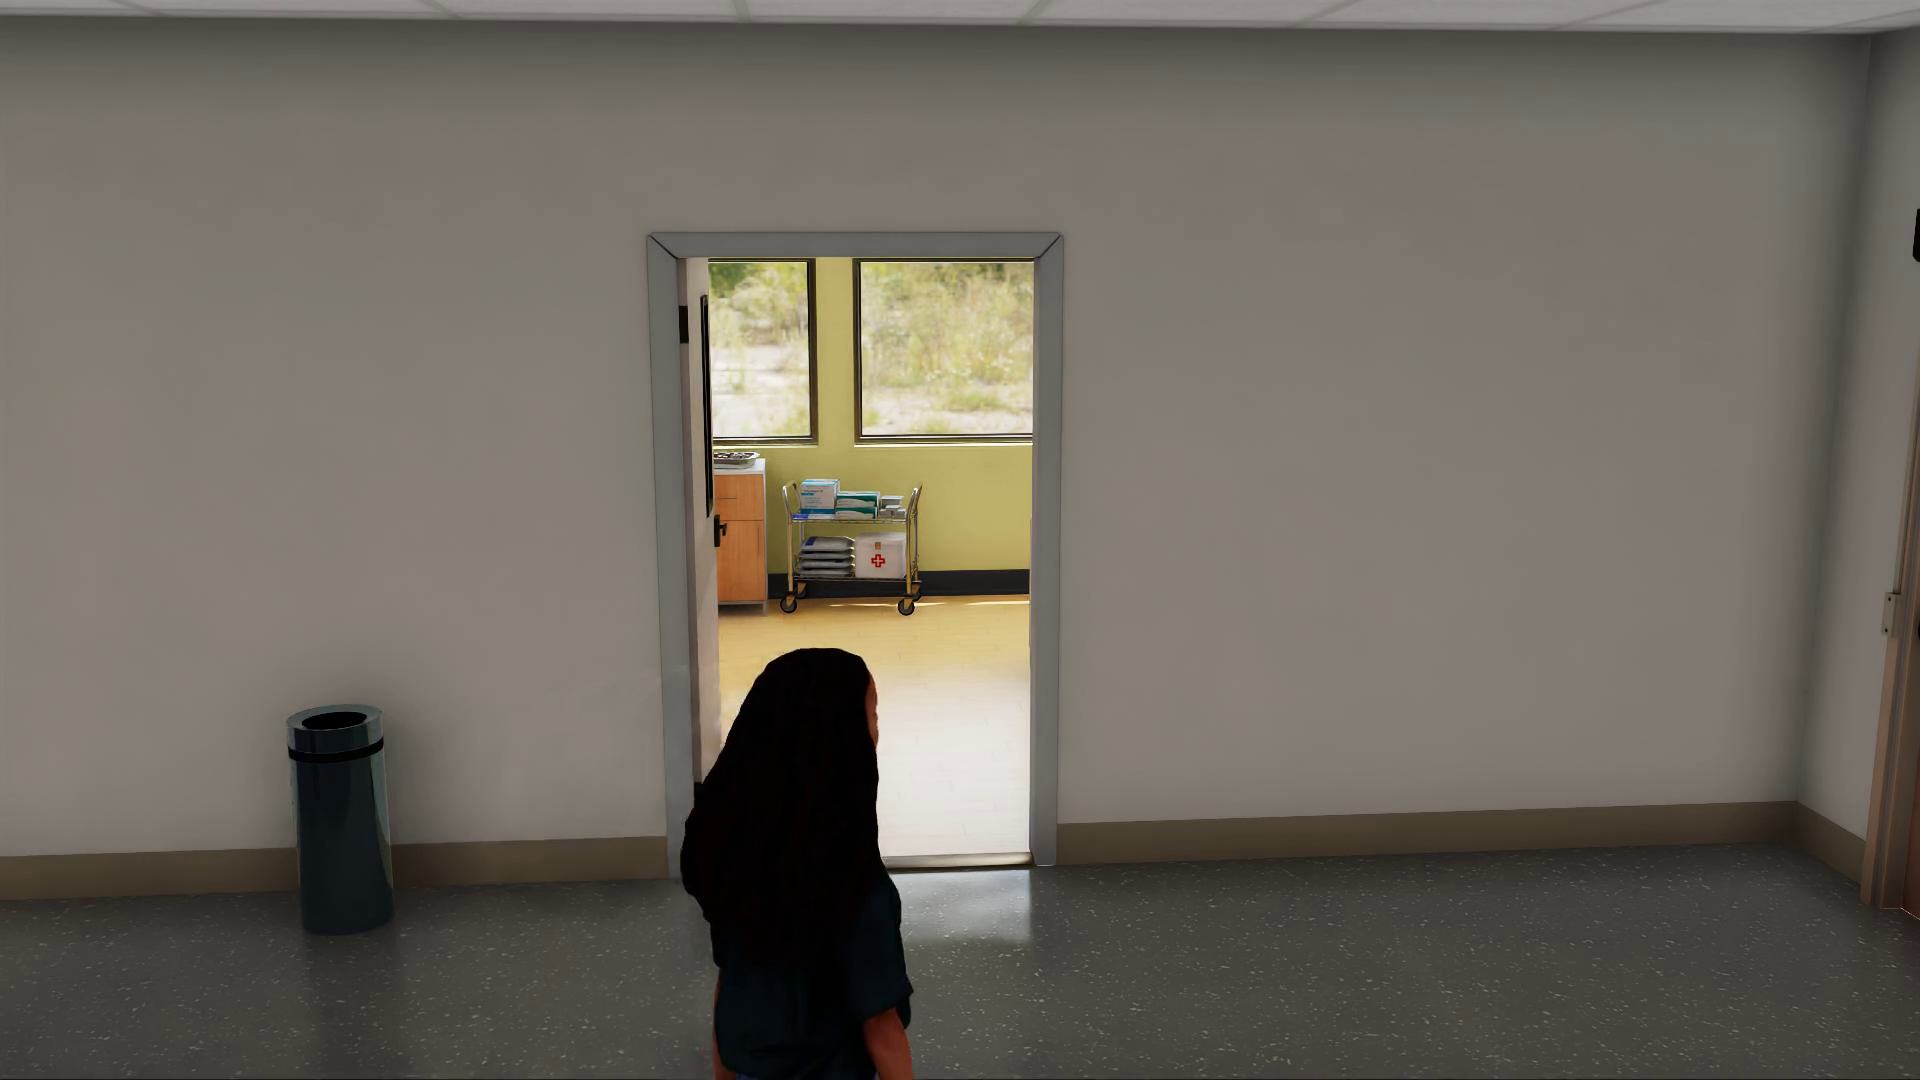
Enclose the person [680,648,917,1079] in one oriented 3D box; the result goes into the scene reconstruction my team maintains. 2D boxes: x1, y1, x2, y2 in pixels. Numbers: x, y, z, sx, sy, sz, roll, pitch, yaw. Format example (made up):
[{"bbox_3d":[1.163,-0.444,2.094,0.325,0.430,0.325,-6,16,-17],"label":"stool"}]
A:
[{"bbox_3d":[-0.338,1.004,2.943,1.021,1.590,0.894,-9,14,-38],"label":"person"}]
